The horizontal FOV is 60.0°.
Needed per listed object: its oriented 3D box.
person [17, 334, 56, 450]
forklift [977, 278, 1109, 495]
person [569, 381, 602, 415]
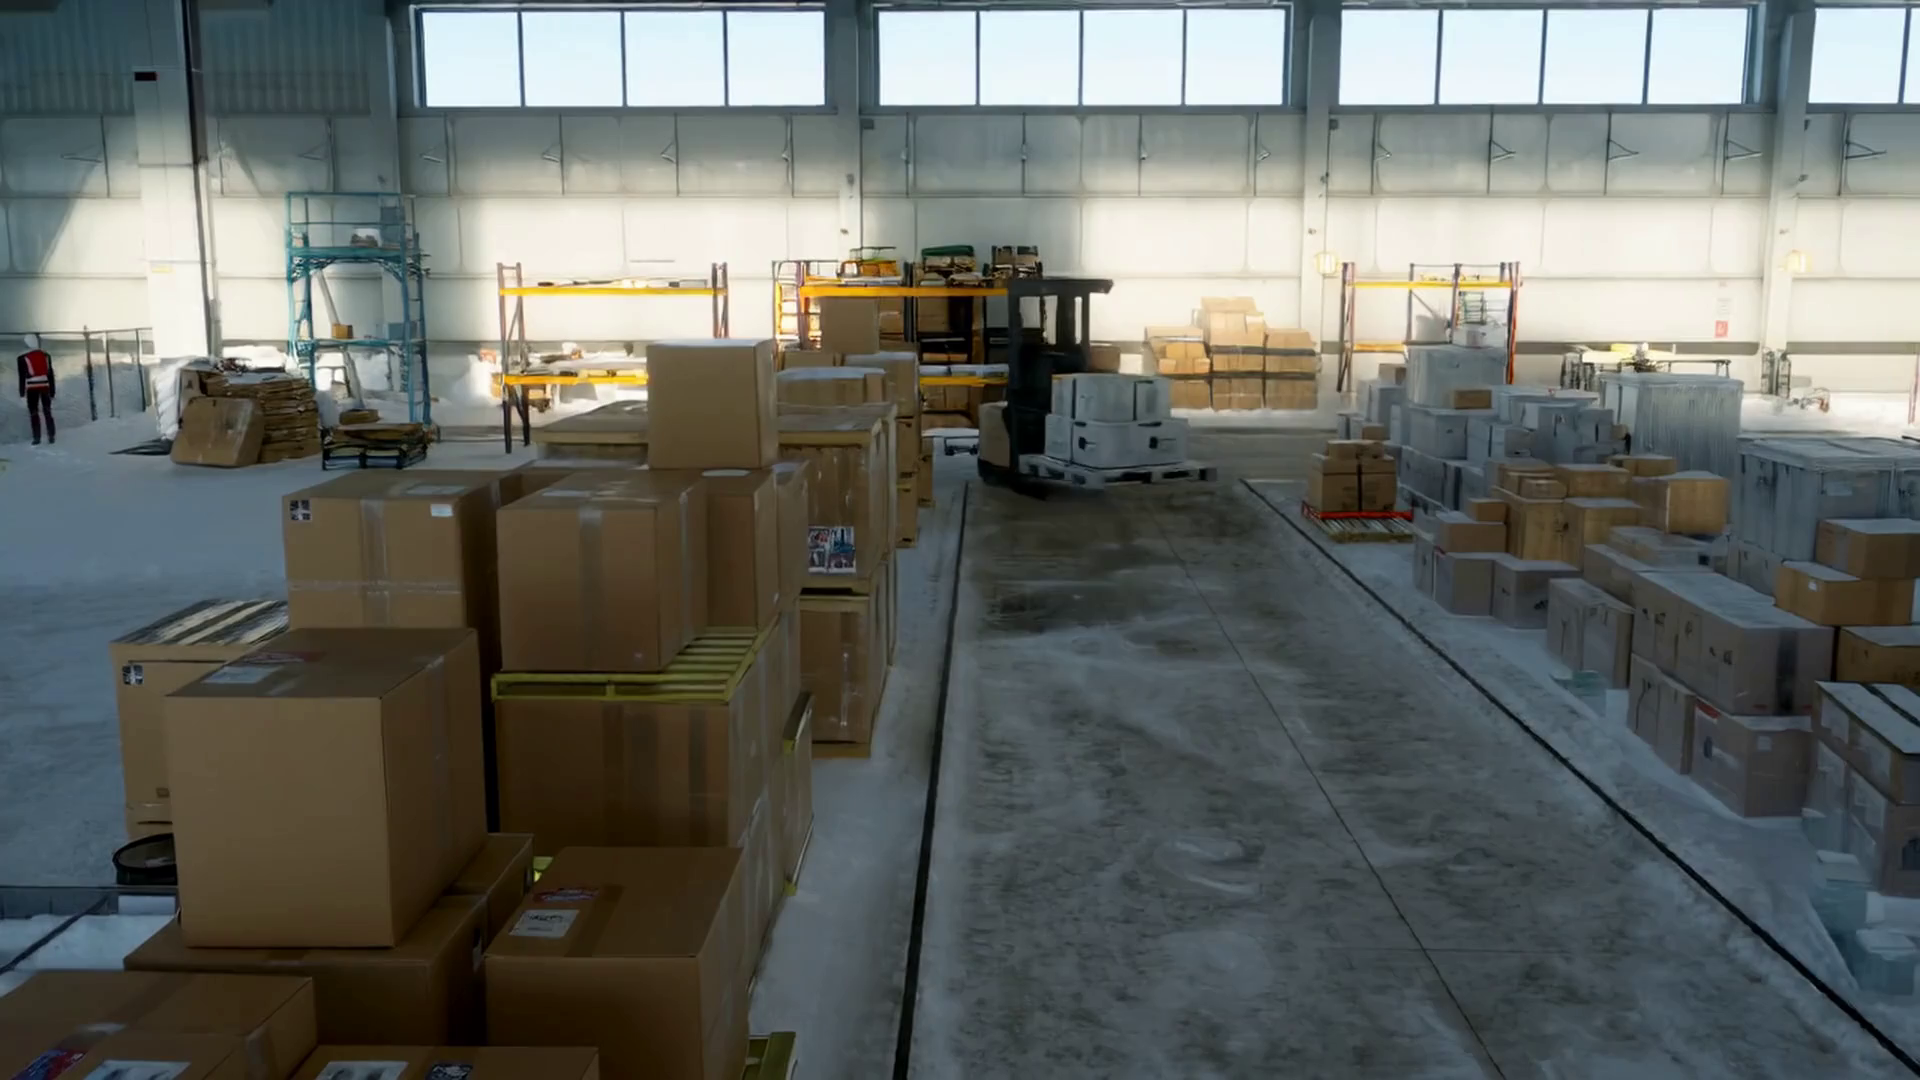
[{"bbox_3d":[-14.970,-2.396,26.966,0.337,1.882,0.583,5,11,29],"label":"person"},{"bbox_3d":[1.072,-2.121,22.343,1.129,2.768,1.873,-4,10,-24],"label":"forklift"},{"bbox_3d":[-3.528,-0.524,15.605,0.376,1.934,0.546,-9,13,-42],"label":"person"}]
